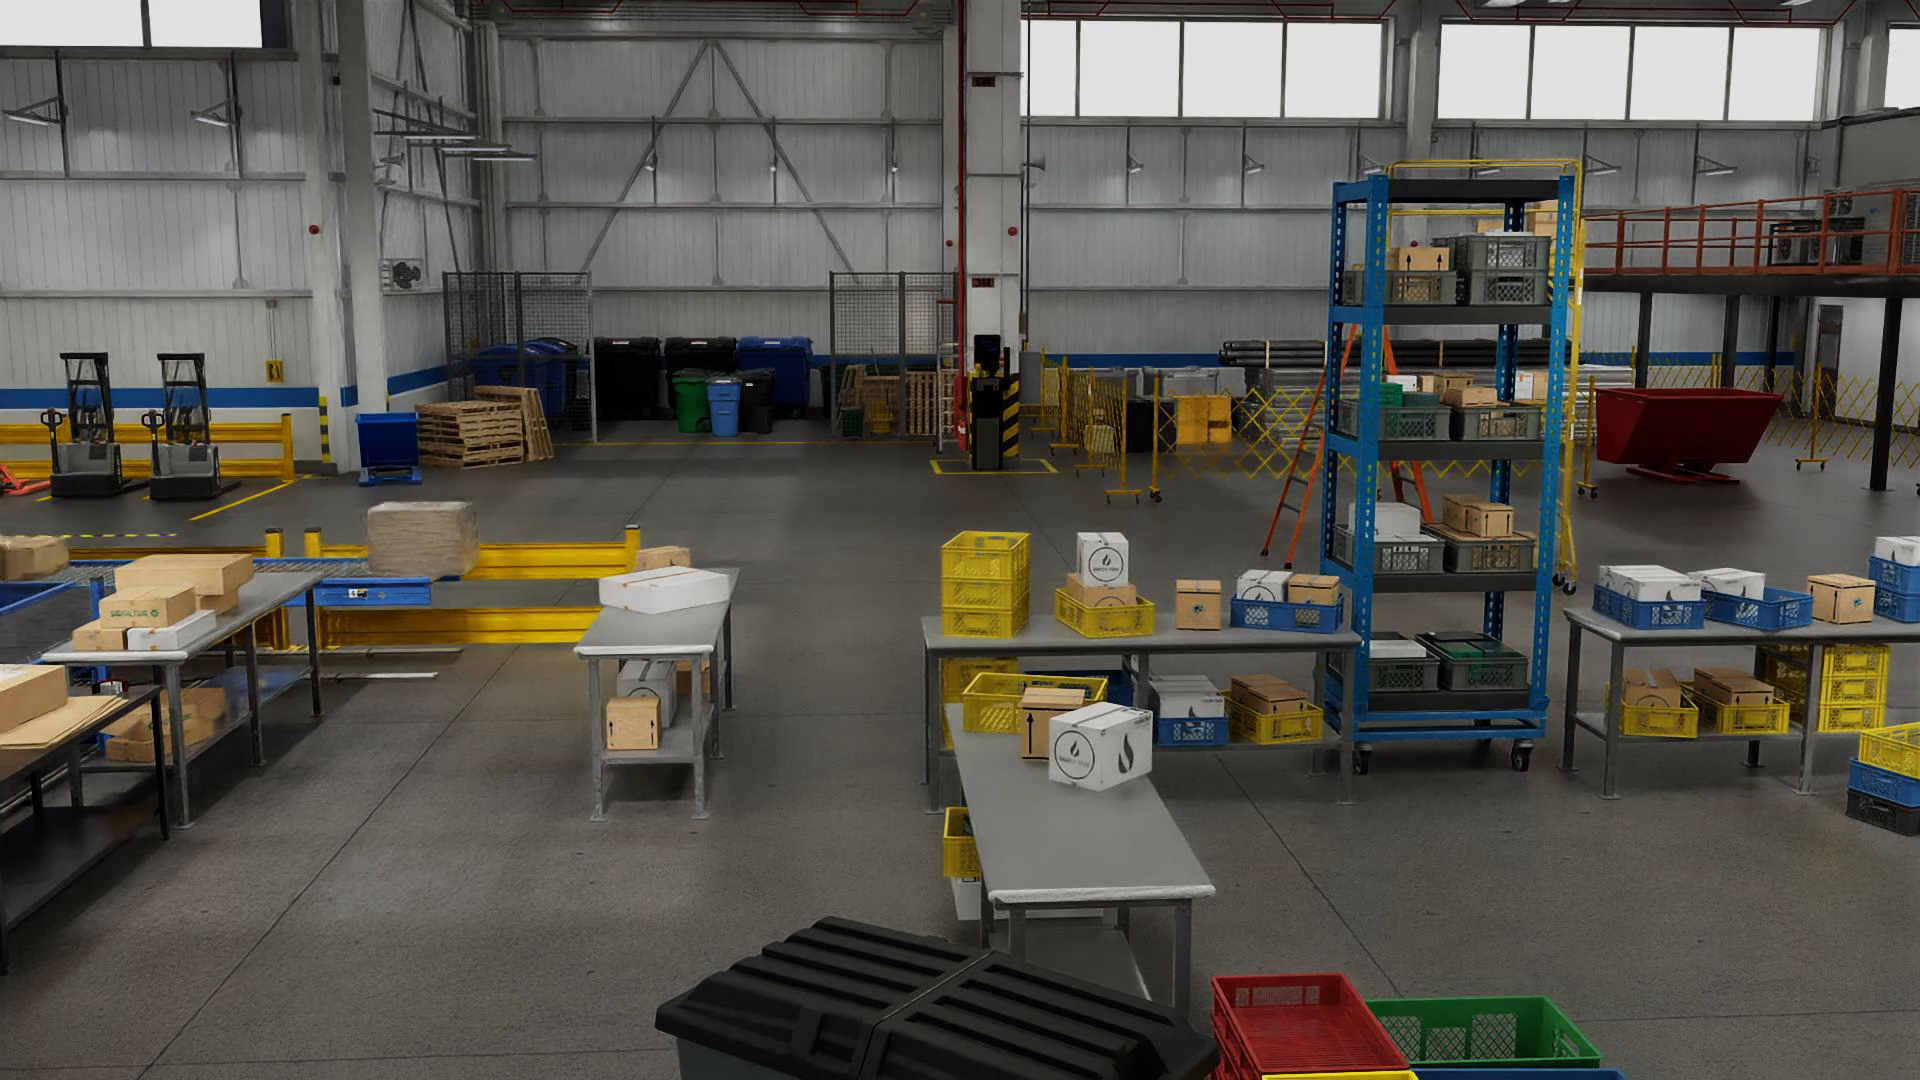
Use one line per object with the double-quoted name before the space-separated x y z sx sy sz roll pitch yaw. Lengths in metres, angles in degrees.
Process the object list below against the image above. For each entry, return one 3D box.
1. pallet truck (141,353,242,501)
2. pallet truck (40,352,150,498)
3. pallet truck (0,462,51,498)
"pallet truck" -10.520 -1.604 22.925 0.823 1.965 1.885 -1 9 -6
"pallet truck" -11.907 -1.642 23.165 0.823 1.965 1.885 0 9 0
"pallet truck" -13.193 -1.293 23.148 0.653 1.274 1.630 -1 9 -4
